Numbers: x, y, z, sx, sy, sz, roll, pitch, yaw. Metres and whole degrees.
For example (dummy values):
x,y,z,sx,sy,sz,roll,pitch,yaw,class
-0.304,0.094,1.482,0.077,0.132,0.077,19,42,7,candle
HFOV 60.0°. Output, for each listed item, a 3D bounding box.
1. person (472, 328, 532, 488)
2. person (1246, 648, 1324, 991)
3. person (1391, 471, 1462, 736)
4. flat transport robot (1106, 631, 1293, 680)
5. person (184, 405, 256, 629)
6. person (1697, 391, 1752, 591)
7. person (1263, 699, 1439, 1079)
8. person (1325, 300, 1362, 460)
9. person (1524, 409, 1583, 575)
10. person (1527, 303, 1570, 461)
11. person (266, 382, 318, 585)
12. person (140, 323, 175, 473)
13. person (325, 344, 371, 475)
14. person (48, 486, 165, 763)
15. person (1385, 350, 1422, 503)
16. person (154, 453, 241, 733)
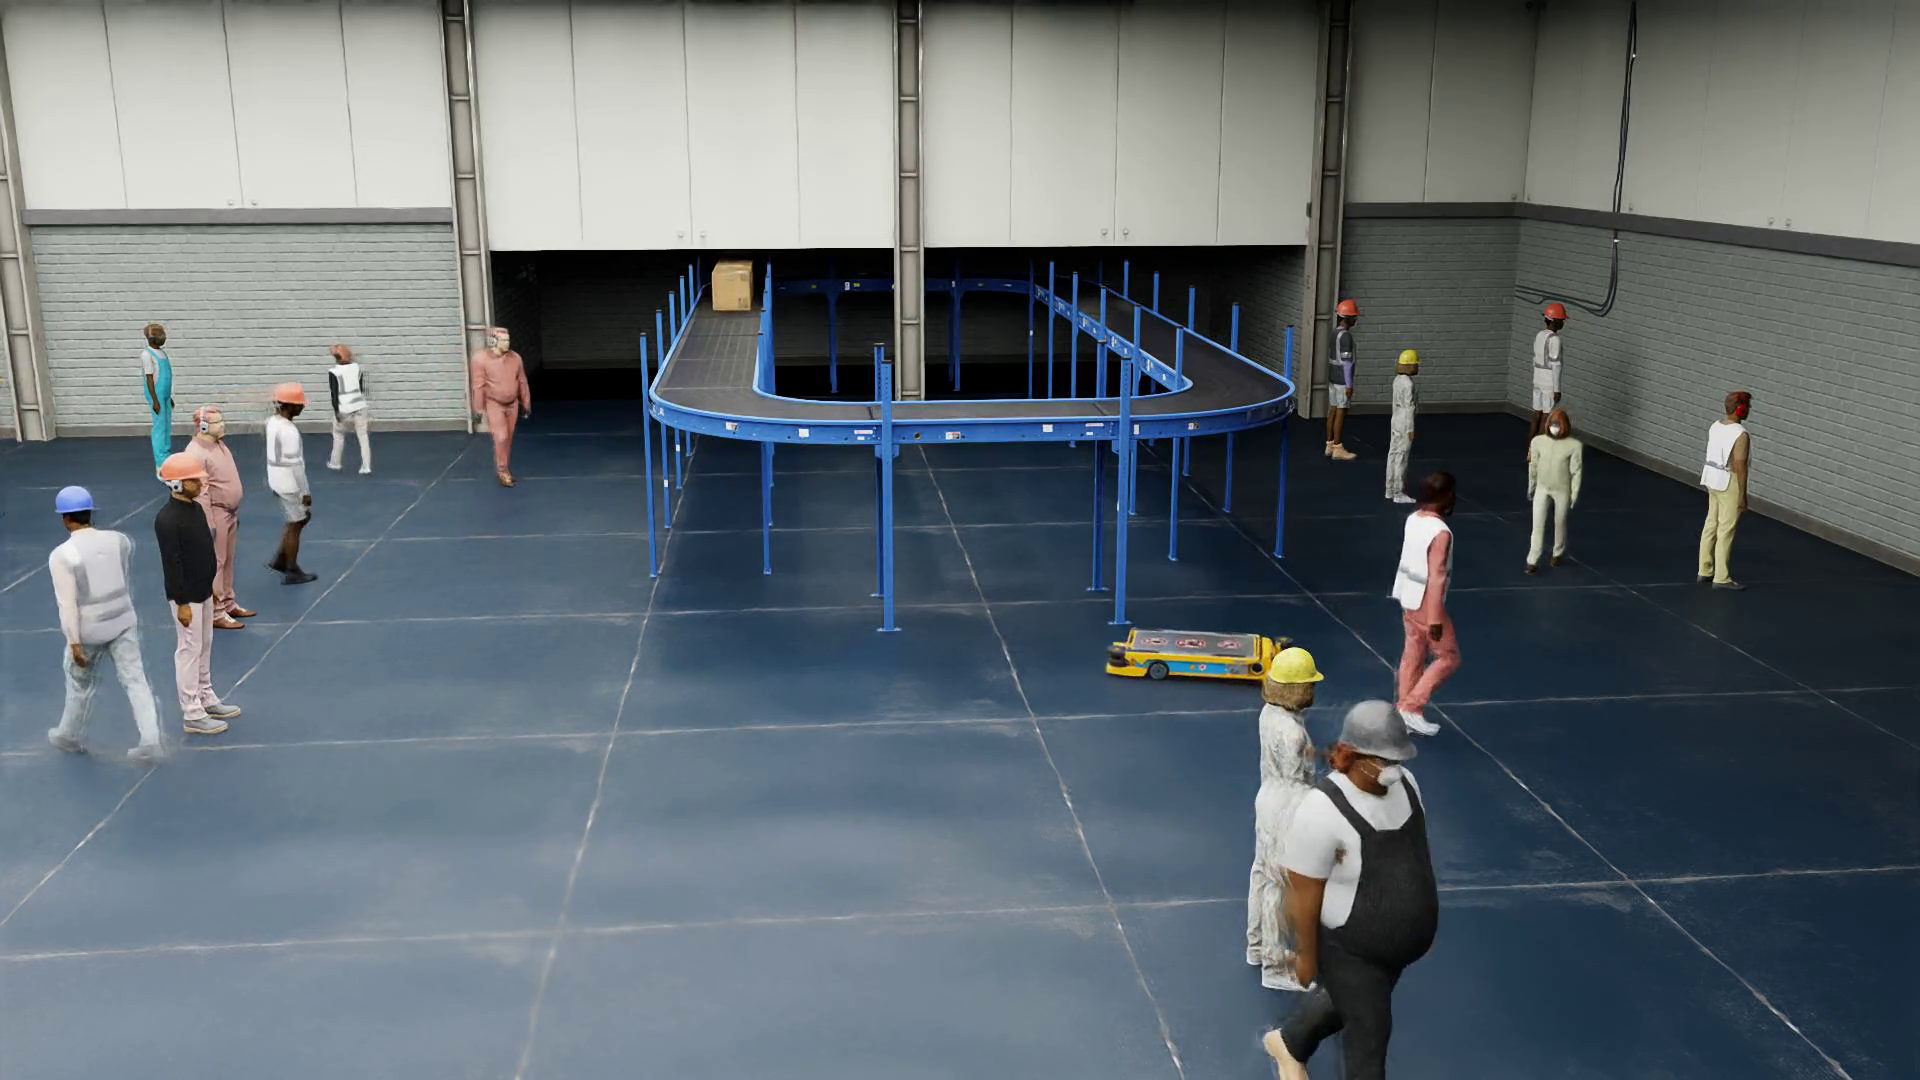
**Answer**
x,y,z,sx,sy,sz,roll,pitch,yaw,class
-5.398,-1.579,19.796,0.732,1.877,0.673,12,18,39,person
1.622,1.371,8.272,0.294,1.744,0.487,-2,14,-6,person
3.263,0.455,11.601,0.458,1.904,0.626,-1,14,-6,person
1.898,0.906,13.123,1.431,0.197,0.652,2,14,9,flat transport robot
-6.334,-0.202,14.227,0.410,1.913,0.643,-2,14,-6,person
7.084,-0.462,15.390,0.389,1.849,0.566,-2,14,-6,person
1.620,1.556,6.927,0.679,2.000,0.932,-12,18,-40,person
4.928,-2.058,21.384,0.372,2.044,0.608,-2,14,-6,person
5.676,-0.463,15.916,0.518,1.580,0.850,9,17,32,person
7.448,-1.969,21.030,0.372,2.044,0.608,-2,14,-6,person
-6.210,-0.523,15.504,0.428,1.913,0.567,-10,17,-36,person
-9.868,-1.749,20.550,0.345,1.847,0.508,-2,14,-6,person
-7.580,-1.614,20.495,0.821,1.600,0.524,11,18,37,person
-5.808,0.572,11.188,0.975,1.891,0.586,8,16,29,person
5.070,-1.298,18.953,0.294,1.744,0.487,-2,14,-6,person
-5.427,0.366,11.777,0.376,1.997,0.612,-2,14,-6,person
